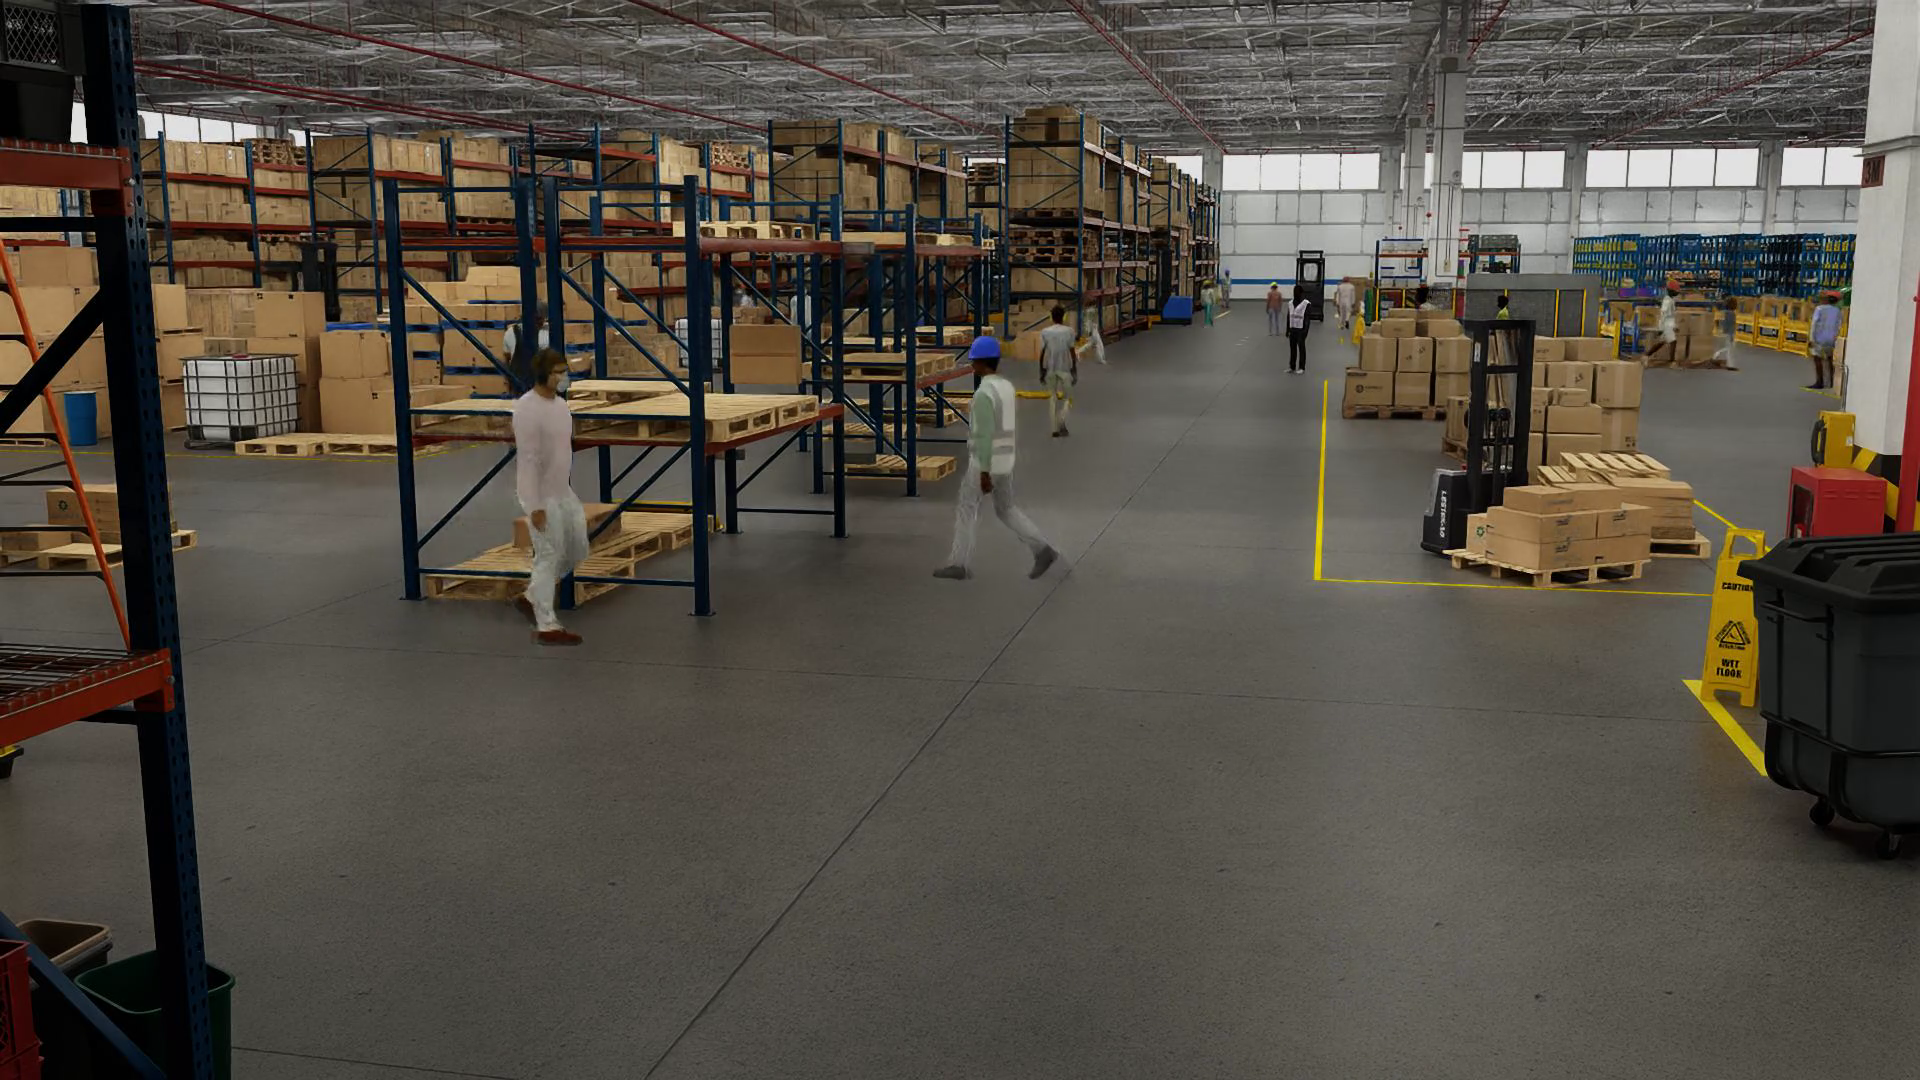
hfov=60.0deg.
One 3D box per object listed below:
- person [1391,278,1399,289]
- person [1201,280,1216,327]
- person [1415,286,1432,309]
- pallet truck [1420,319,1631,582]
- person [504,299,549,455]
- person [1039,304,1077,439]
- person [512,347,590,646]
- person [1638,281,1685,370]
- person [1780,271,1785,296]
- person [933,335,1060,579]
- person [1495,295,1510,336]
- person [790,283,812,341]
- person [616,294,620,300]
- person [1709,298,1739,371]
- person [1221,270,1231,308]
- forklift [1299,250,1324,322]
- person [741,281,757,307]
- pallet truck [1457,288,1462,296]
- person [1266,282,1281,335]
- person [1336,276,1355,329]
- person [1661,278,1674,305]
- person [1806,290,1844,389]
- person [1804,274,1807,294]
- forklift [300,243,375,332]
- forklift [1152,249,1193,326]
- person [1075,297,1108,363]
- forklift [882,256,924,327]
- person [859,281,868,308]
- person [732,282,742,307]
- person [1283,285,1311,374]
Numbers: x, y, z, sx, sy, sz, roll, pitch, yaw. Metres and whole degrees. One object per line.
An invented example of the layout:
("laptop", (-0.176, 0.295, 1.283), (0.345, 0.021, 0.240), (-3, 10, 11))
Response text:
("person", (21.862, -12.419, 83.420), (0.524, 1.636, 0.308), (2, 10, 10))
("person", (9.082, -8.613, 60.658), (0.574, 1.717, 0.853), (9, 13, 43))
("person", (9.065, -4.074, 33.112), (0.885, 1.932, 0.632), (3, 10, 18))
("pallet truck", (4.543, -0.757, 13.299), (0.823, 1.965, 1.885), (-4, 10, -22))
("person", (-5.264, -1.995, 20.503), (0.721, 2.000, 0.593), (4, 10, 24))
("person", (1.373, -2.346, 23.123), (0.554, 1.852, 0.642), (2, 10, 9))
("person", (-2.637, -0.264, 10.623), (0.470, 1.926, 0.633), (2, 10, 12))
("person", (15.741, -4.796, 37.221), (0.948, 2.009, 0.611), (5, 11, 26))
("person", (39.465, -12.008, 79.789), (0.390, 2.041, 0.614), (2, 10, 9))
("person", (0.279, -0.615, 12.781), (0.905, 1.915, 0.622), (4, 10, 23))
("person", (11.752, -4.450, 36.054), (0.320, 1.695, 0.538), (3, 10, 16))
("person", (-3.589, -4.922, 38.137), (0.638, 1.938, 0.357), (-7, 12, -38))
("person", (-8.437, -5.239, 40.927), (0.523, 1.631, 0.317), (0, 10, -1))
("person", (17.037, -4.561, 36.920), (0.545, 1.618, 0.518), (1, 10, 8))
("person", (13.599, -12.820, 84.877), (0.616, 1.945, 0.404), (-5, 11, -27))
("forklift", (13.778, -10.002, 65.433), (1.129, 2.768, 1.873), (2, 10, 12))
("person", (-5.251, -5.472, 41.419), (0.423, 1.927, 0.563), (2, 10, 10))
("pallet truck", (20.506, -9.785, 68.819), (0.653, 1.274, 1.630), (2, 10, 12))
("person", (10.216, -7.533, 54.203), (0.538, 1.742, 0.400), (-4, 10, -21))
("person", (13.715, -8.457, 59.192), (0.667, 1.893, 0.557), (2, 10, 14))
("person", (24.693, -8.222, 58.046), (0.403, 1.819, 0.599), (7, 12, 37))
("person", (16.583, -3.815, 31.788), (0.652, 1.887, 0.392), (-1, 10, -8))
("person", (44.562, -13.174, 87.650), (0.861, 1.709, 0.581), (3, 10, 19))
("forklift", (-13.842, -5.061, 36.177), (1.873, 2.768, 1.129), (2, 10, 12))
("forklift", (7.646, -9.320, 61.395), (1.873, 2.768, 1.129), (2, 10, 11))
("person", (3.115, -5.000, 39.632), (0.756, 1.603, 0.510), (0, 10, -2))
("forklift", (-1.513, -5.582, 39.258), (1.129, 2.768, 1.873), (2, 10, 12))
("person", (-2.351, -5.723, 42.790), (0.617, 1.972, 0.784), (3, 10, 18))
("person", (-5.809, -5.604, 42.277), (0.678, 1.905, 0.740), (-6, 11, -33))
("person", (7.330, -4.567, 36.092), (0.380, 1.918, 0.596), (-8, 13, -40))
